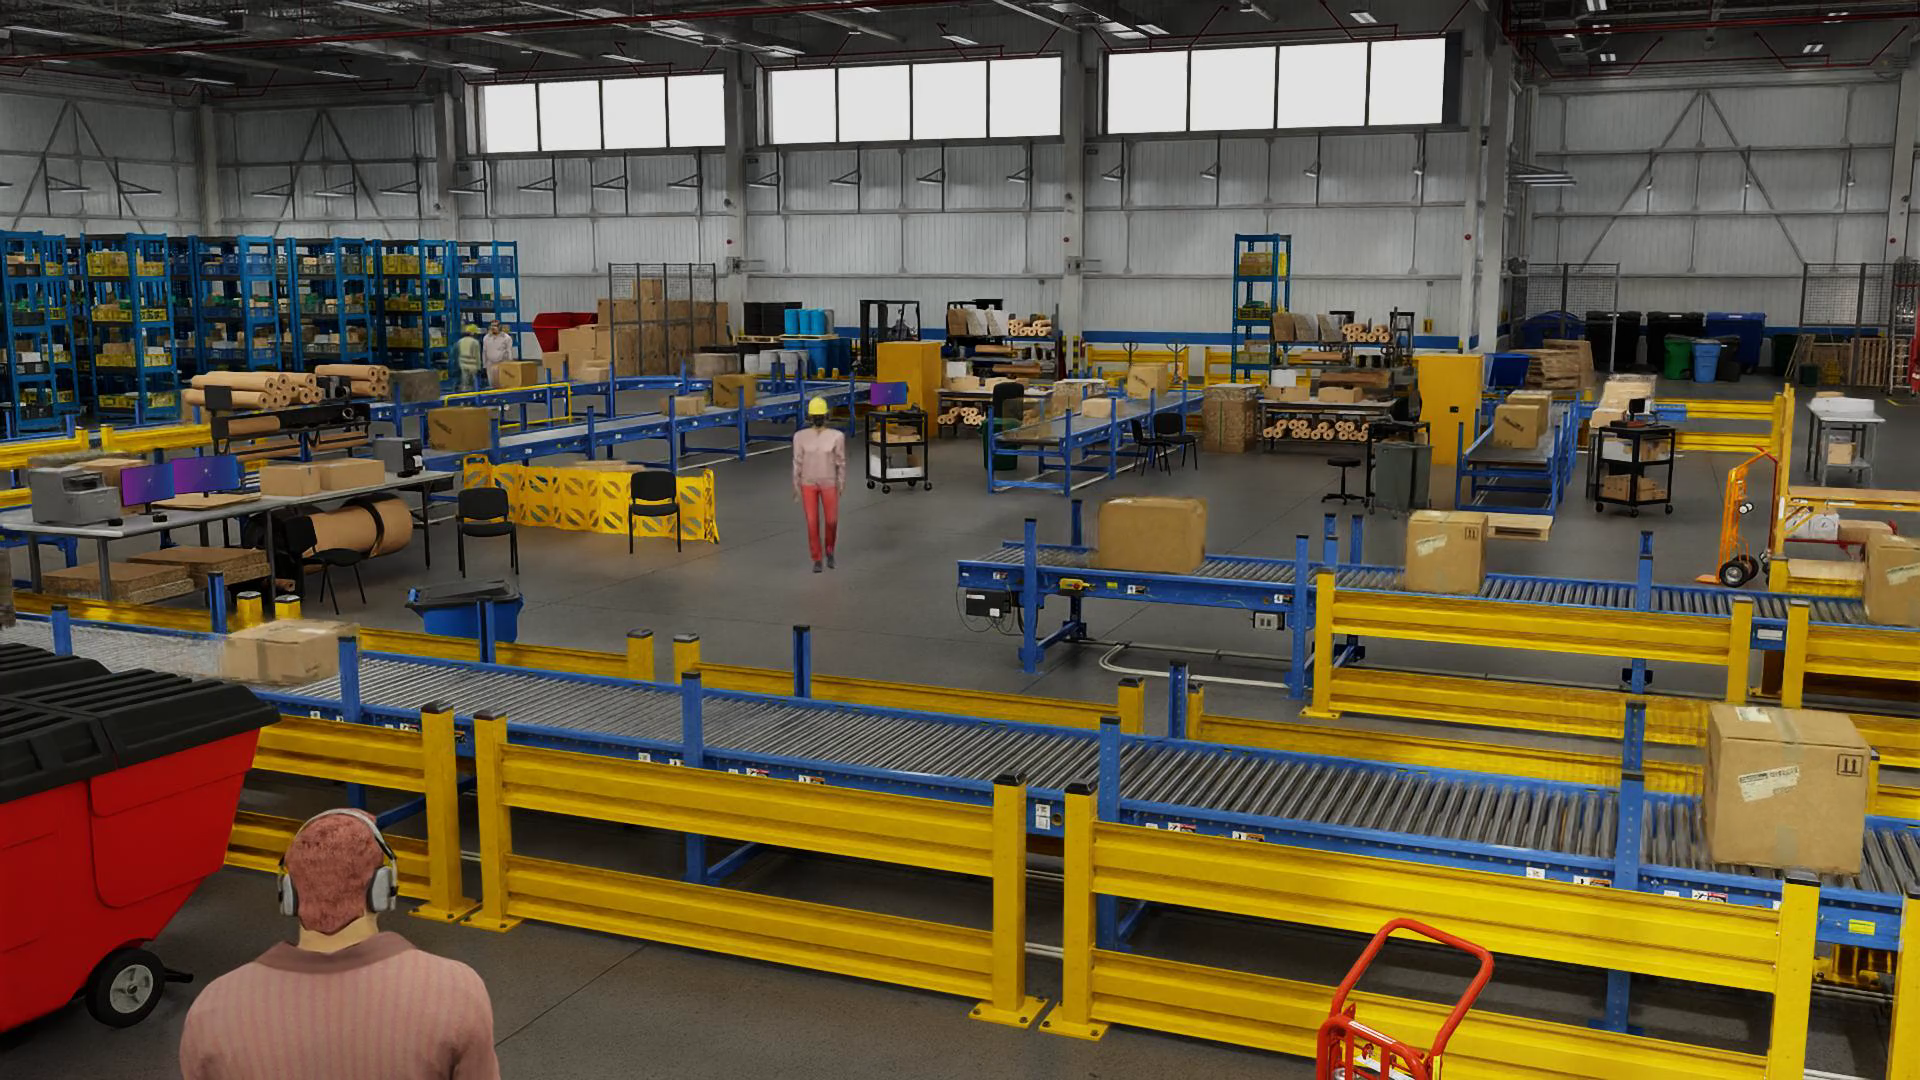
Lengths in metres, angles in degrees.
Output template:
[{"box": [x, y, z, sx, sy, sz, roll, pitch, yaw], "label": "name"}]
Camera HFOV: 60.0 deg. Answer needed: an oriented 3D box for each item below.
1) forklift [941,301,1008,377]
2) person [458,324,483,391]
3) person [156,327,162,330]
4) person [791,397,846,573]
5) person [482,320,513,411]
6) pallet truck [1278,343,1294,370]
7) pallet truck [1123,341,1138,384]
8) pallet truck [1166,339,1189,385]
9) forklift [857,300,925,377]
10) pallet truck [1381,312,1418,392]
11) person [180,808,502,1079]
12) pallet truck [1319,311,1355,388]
[{"box": [0.365, -4.966, 41.571, 1.157, 1.987, 2.680, 3, 10, 20], "label": "forklift"}, {"box": [-10.369, -3.674, 35.256, 0.620, 1.801, 0.455, 3, 10, 18], "label": "person"}, {"box": [-17.896, -4.009, 37.213, 0.579, 1.831, 0.396, -7, 11, -35], "label": "person"}, {"box": [-1.396, -0.539, 16.410, 0.535, 1.750, 0.378, -1, 9, -4], "label": "person"}, {"box": [-9.696, -3.654, 34.828, 0.651, 1.907, 0.409, 1, 9, 5], "label": "person"}, {"box": [7.886, -4.163, 39.743, 0.653, 1.274, 1.630, 4, 10, 22], "label": "pallet truck"}, {"box": [4.445, -4.380, 41.279, 0.680, 1.201, 1.601, 4, 10, 22], "label": "pallet truck"}, {"box": [5.418, -4.269, 40.420, 0.704, 1.261, 1.522, 3, 10, 20], "label": "pallet truck"}, {"box": [-1.732, -5.109, 42.468, 1.157, 1.987, 2.680, 4, 10, 22], "label": "forklift"}, {"box": [10.207, -4.283, 38.369, 0.823, 1.965, 1.885, 3, 10, 20], "label": "pallet truck"}, {"box": [-1.282, 1.504, 3.593, 0.639, 1.903, 0.409, -1, 9, -9], "label": "person"}, {"box": [9.071, -4.419, 39.190, 0.823, 1.965, 1.885, 5, 10, 26], "label": "pallet truck"}]
